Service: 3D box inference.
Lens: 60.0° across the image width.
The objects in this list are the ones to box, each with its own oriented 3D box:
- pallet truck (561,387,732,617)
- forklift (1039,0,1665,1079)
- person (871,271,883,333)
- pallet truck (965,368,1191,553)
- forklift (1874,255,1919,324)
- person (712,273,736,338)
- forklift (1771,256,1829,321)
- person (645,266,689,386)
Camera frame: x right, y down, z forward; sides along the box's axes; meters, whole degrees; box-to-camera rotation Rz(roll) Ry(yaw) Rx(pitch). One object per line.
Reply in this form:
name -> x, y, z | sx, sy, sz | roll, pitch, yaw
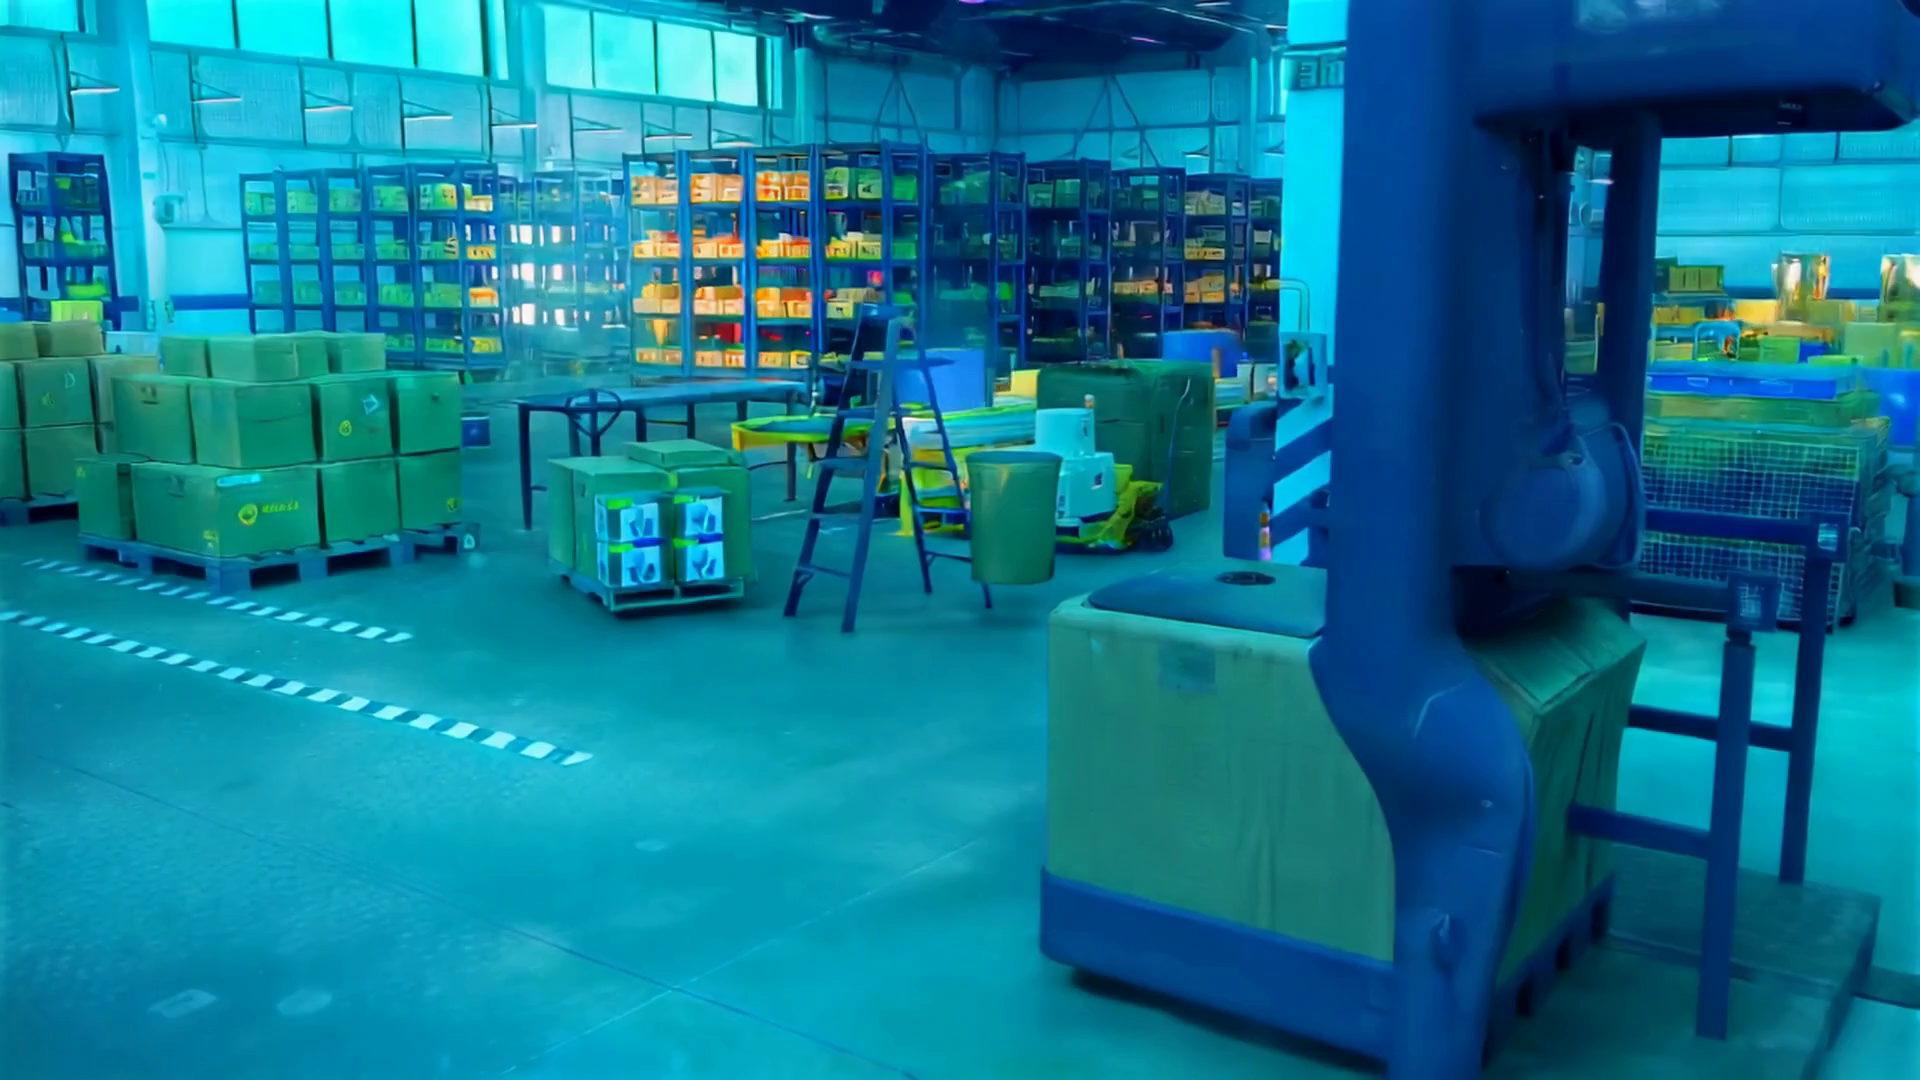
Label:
pallet truck -> -1.981, -0.274, 10.088 | 0.680, 1.201, 1.601 | -5, 11, -28
forklift -> 1.249, -0.137, 4.360 | 1.873, 2.768, 1.129 | 7, 12, 35
person -> -1.698, -4.519, 33.595 | 0.404, 1.824, 0.591 | 1, 10, 8
pallet truck -> 0.845, -0.609, 11.869 | 1.630, 1.274, 0.653 | 7, 12, 35
forklift -> 22.089, -5.634, 38.796 | 1.157, 1.987, 2.680 | 6, 11, 33
person -> -4.648, -4.396, 32.958 | 0.978, 1.787, 0.587 | 6, 11, 30
forklift -> 20.253, -5.854, 40.139 | 1.157, 1.987, 2.680 | 7, 12, 35
person -> -4.797, -3.521, 27.305 | 0.638, 1.938, 1.025 | 3, 10, 15
